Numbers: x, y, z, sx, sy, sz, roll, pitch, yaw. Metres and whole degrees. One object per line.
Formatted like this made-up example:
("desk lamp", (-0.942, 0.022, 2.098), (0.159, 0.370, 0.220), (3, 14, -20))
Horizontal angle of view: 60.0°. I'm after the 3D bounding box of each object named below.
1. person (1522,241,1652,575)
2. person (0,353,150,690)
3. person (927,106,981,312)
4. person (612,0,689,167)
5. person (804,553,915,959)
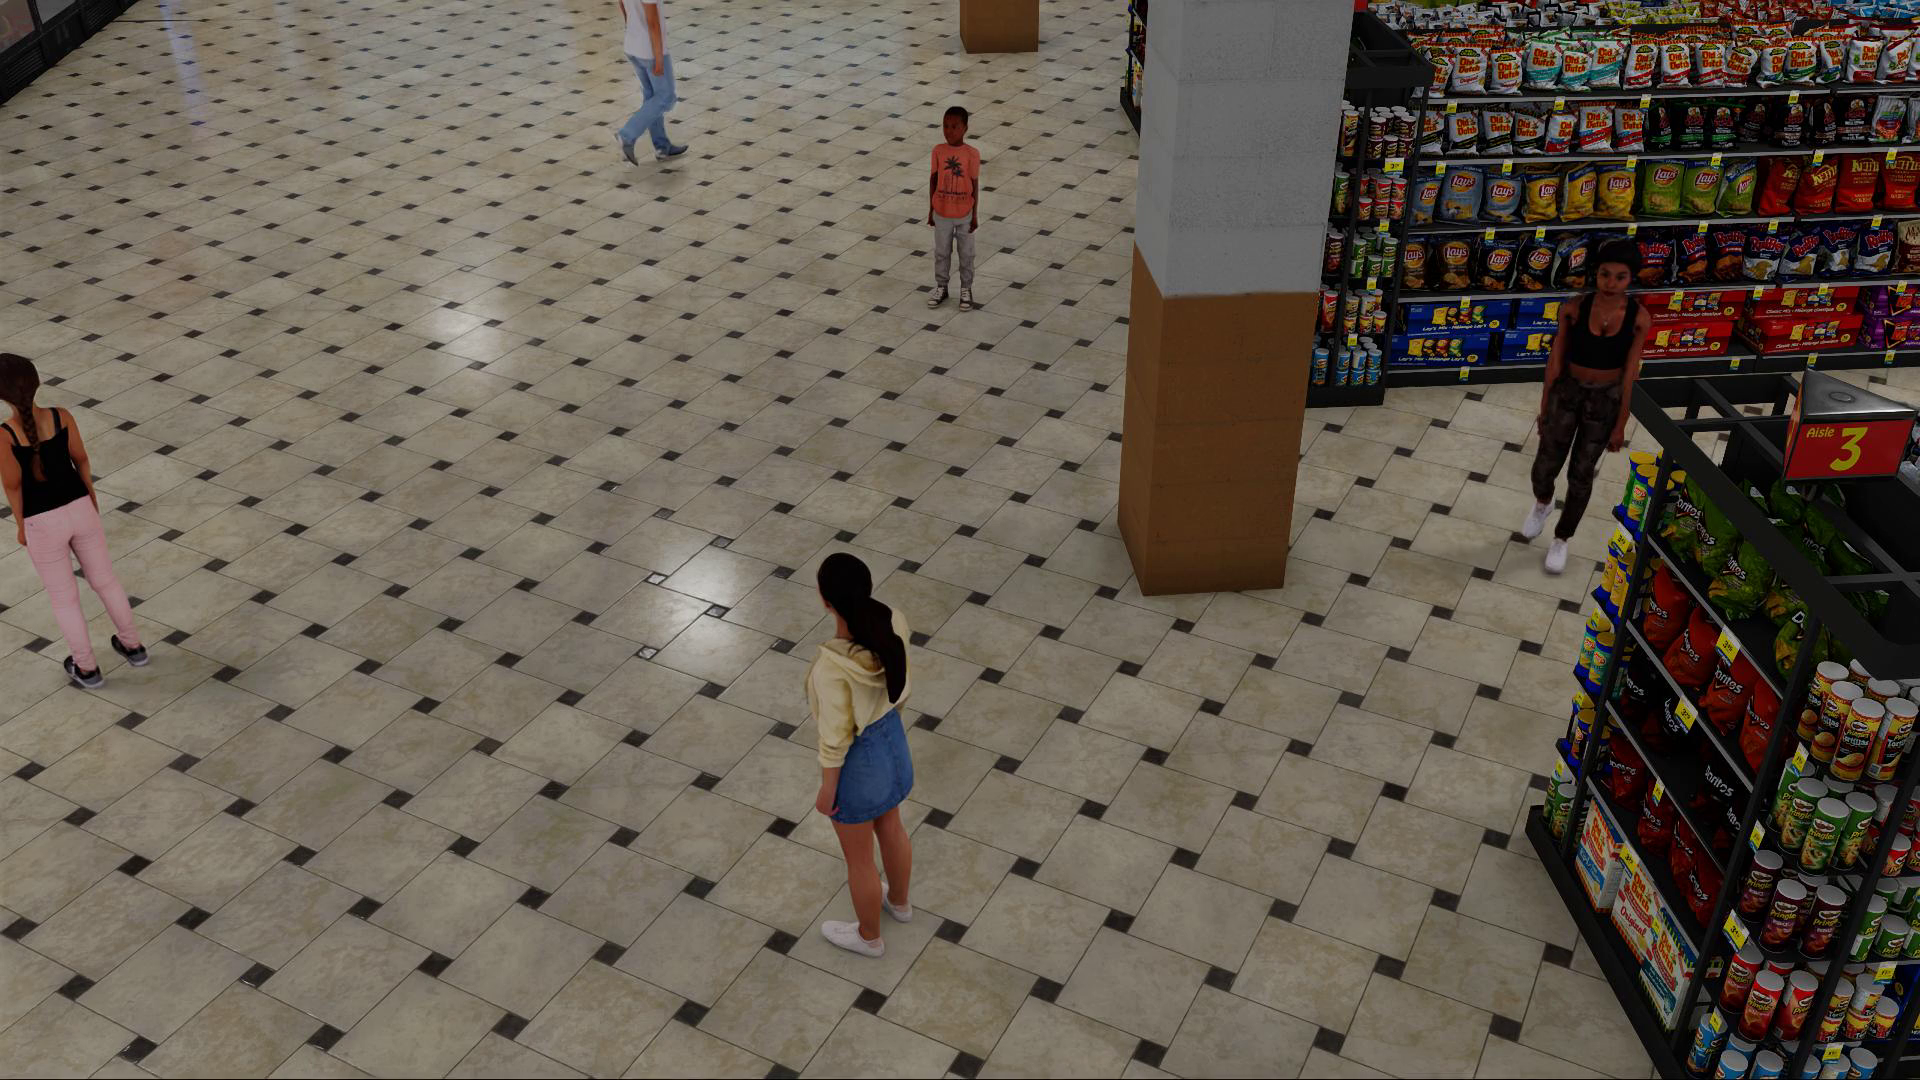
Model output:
("person", (3.000, -0.660, 7.940), (0.737, 1.687, 0.777), (13, 34, 20))
("person", (-3.852, -0.081, 7.126), (0.649, 1.563, 0.594), (21, 38, 30))
("person", (-0.035, -2.131, 10.661), (0.497, 1.311, 0.599), (8, 33, 12))
("person", (-2.481, -3.776, 12.797), (1.096, 1.845, 0.988), (-23, 39, -33))
("person", (-0.330, 0.749, 5.728), (0.748, 1.630, 0.713), (19, 37, 28))
